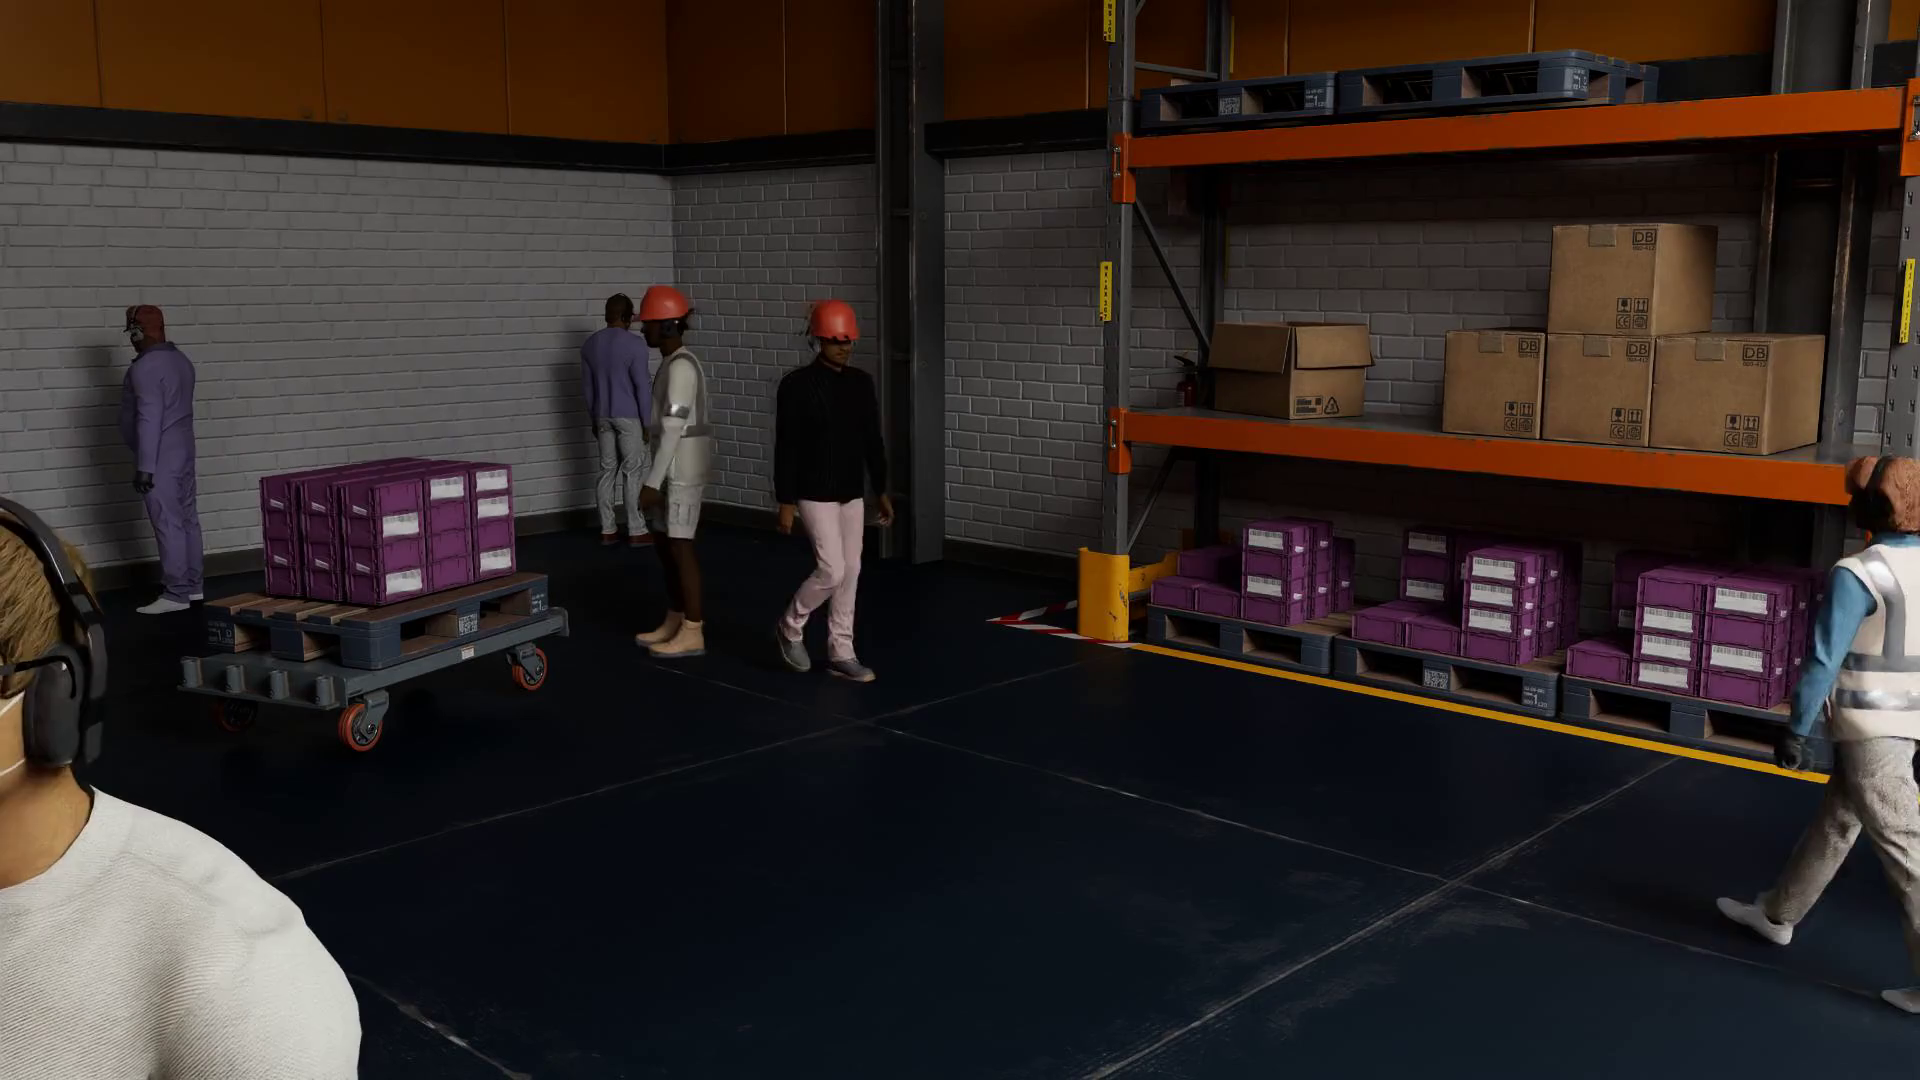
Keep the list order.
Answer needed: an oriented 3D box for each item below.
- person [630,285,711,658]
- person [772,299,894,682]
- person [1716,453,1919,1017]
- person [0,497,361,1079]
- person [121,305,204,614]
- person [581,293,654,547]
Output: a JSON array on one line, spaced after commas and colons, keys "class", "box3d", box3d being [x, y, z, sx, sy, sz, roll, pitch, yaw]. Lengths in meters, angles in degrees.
[{"class": "person", "box3d": [-1.577, -0.365, 9.089, 0.418, 2.037, 0.629, -2, 10, -15]}, {"class": "person", "box3d": [-0.662, -0.238, 8.500, 0.490, 1.974, 0.636, 8, 12, 39]}, {"class": "person", "box3d": [2.638, 0.540, 4.853, 0.536, 1.586, 0.856, -6, 11, -32]}, {"class": "person", "box3d": [-0.822, 0.919, 1.492, 0.630, 1.940, 0.372, 2, 10, 14]}, {"class": "person", "box3d": [-4.950, -0.495, 10.278, 0.399, 1.902, 0.643, -1, 9, -3]}, {"class": "person", "box3d": [-2.590, -0.908, 12.709, 0.628, 1.935, 0.373, 5, 10, 28]}]
